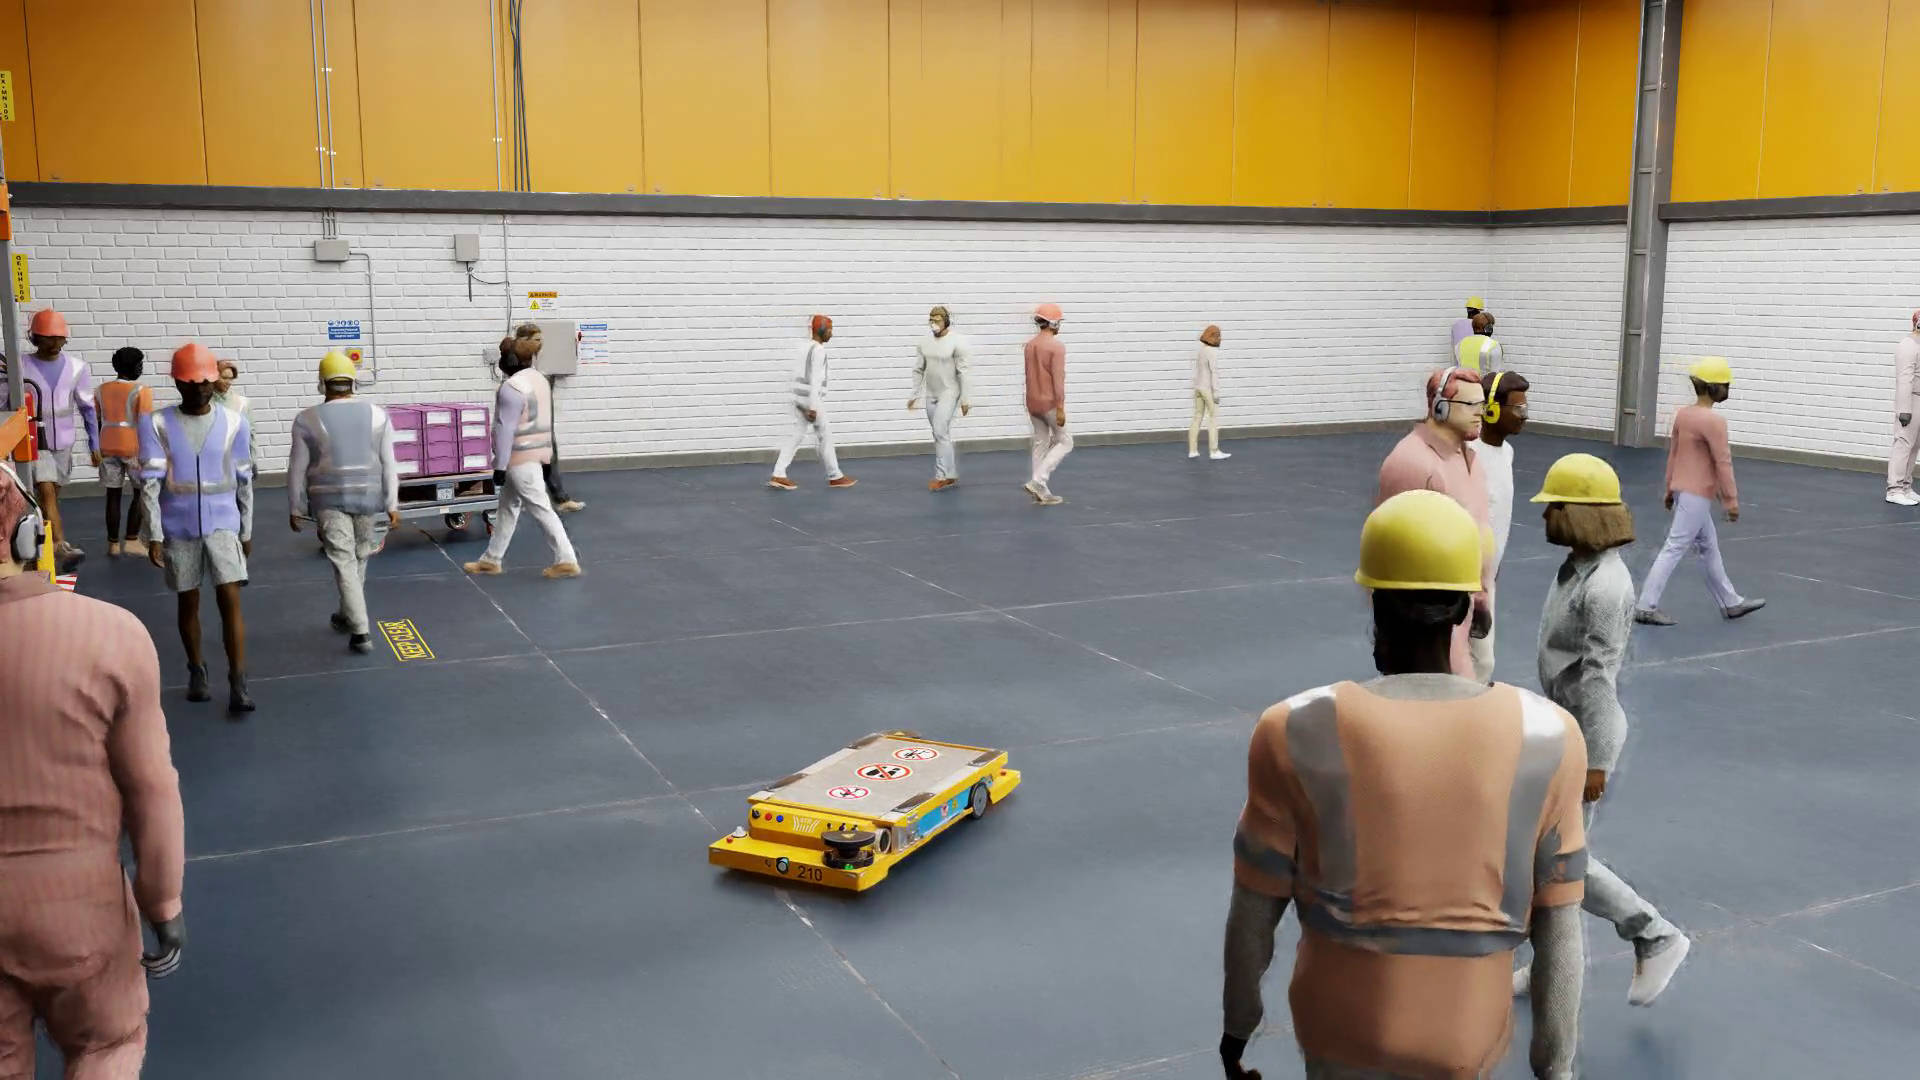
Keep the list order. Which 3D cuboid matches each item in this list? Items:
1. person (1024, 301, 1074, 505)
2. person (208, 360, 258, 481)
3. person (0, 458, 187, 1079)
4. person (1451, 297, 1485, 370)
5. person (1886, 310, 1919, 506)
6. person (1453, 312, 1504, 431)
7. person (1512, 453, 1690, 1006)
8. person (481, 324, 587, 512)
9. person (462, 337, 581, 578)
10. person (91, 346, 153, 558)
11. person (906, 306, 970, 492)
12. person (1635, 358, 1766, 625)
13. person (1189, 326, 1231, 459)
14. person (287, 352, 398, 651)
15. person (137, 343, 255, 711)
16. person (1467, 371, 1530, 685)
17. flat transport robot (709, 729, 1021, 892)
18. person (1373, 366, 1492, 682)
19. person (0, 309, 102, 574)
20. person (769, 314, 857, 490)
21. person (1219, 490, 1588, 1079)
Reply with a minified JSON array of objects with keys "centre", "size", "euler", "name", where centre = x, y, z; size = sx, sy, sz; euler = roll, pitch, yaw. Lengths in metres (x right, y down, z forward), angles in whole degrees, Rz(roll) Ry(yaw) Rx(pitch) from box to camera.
[{"centre":[0.847,-1.304,16.058],"size":[0.430,1.980,0.643],"euler":[-6,11,-31],"name":"person"},{"centre":[-5.717,-0.590,12.838],"size":[0.534,1.598,0.819],"euler":[-8,12,-42],"name":"person"},{"centre":[-1.972,0.769,3.466],"size":[0.663,1.890,0.589],"euler":[-3,10,-20],"name":"person"},{"centre":[7.136,-2.437,23.291],"size":[0.391,1.919,0.585],"euler":[-7,12,-38],"name":"person"},{"centre":[9.348,-1.296,16.243],"size":[0.651,1.906,0.402],"euler":[-9,13,-44],"name":"person"},{"centre":[5.524,-1.490,17.642],"size":[0.429,1.845,0.625],"euler":[-5,11,-30],"name":"person"},{"centre":[1.916,0.597,5.039],"size":[0.487,1.725,0.497],"euler":[1,9,9],"name":"person"},{"centre":[-4.070,-1.115,15.497],"size":[1.005,1.800,0.498],"euler":[0,9,-2],"name":"person"},{"centre":[-3.244,-0.601,12.295],"size":[0.945,1.797,0.639],"euler":[1,9,5],"name":"person"},{"centre":[-6.640,-0.690,13.185],"size":[0.615,1.683,0.352],"euler":[2,9,12],"name":"person"},{"centre":[-0.259,-1.455,17.221],"size":[0.647,1.911,0.788],"euler":[8,12,43],"name":"person"},{"centre":[4.773,-0.295,10.597],"size":[0.912,1.712,0.544],"euler":[0,9,-1],"name":"person"},{"centre":[3.018,-1.785,20.196],"size":[0.434,1.611,0.549],"euler":[-3,10,-16],"name":"person"},{"centre":[-3.746,-0.243,10.092],"size":[0.611,1.786,0.924],"euler":[-7,12,-37],"name":"person"},{"centre":[-3.881,-0.044,8.518],"size":[0.555,1.895,0.945],"euler":[-5,10,-28],"name":"person"},{"centre":[2.224,0.152,7.485],"size":[0.684,1.848,0.503],"euler":[8,12,42],"name":"person"},{"centre":[-0.339,1.052,6.729],"size":[0.652,0.197,1.431],"euler":[4,10,26],"name":"flat transport robot"},{"centre":[1.966,0.256,6.654],"size":[0.549,1.887,0.681],"euler":[7,12,39],"name":"person"},{"centre":[-6.805,-0.731,12.511],"size":[1.130,1.971,0.630],"euler":[8,12,40],"name":"person"},{"centre":[-1.561,-1.422,17.298],"size":[0.969,1.834,0.595],"euler":[-5,10,-28],"name":"person"},{"centre":[0.790,0.839,3.083],"size":[0.609,1.870,0.974],"euler":[0,9,-1],"name":"person"}]
